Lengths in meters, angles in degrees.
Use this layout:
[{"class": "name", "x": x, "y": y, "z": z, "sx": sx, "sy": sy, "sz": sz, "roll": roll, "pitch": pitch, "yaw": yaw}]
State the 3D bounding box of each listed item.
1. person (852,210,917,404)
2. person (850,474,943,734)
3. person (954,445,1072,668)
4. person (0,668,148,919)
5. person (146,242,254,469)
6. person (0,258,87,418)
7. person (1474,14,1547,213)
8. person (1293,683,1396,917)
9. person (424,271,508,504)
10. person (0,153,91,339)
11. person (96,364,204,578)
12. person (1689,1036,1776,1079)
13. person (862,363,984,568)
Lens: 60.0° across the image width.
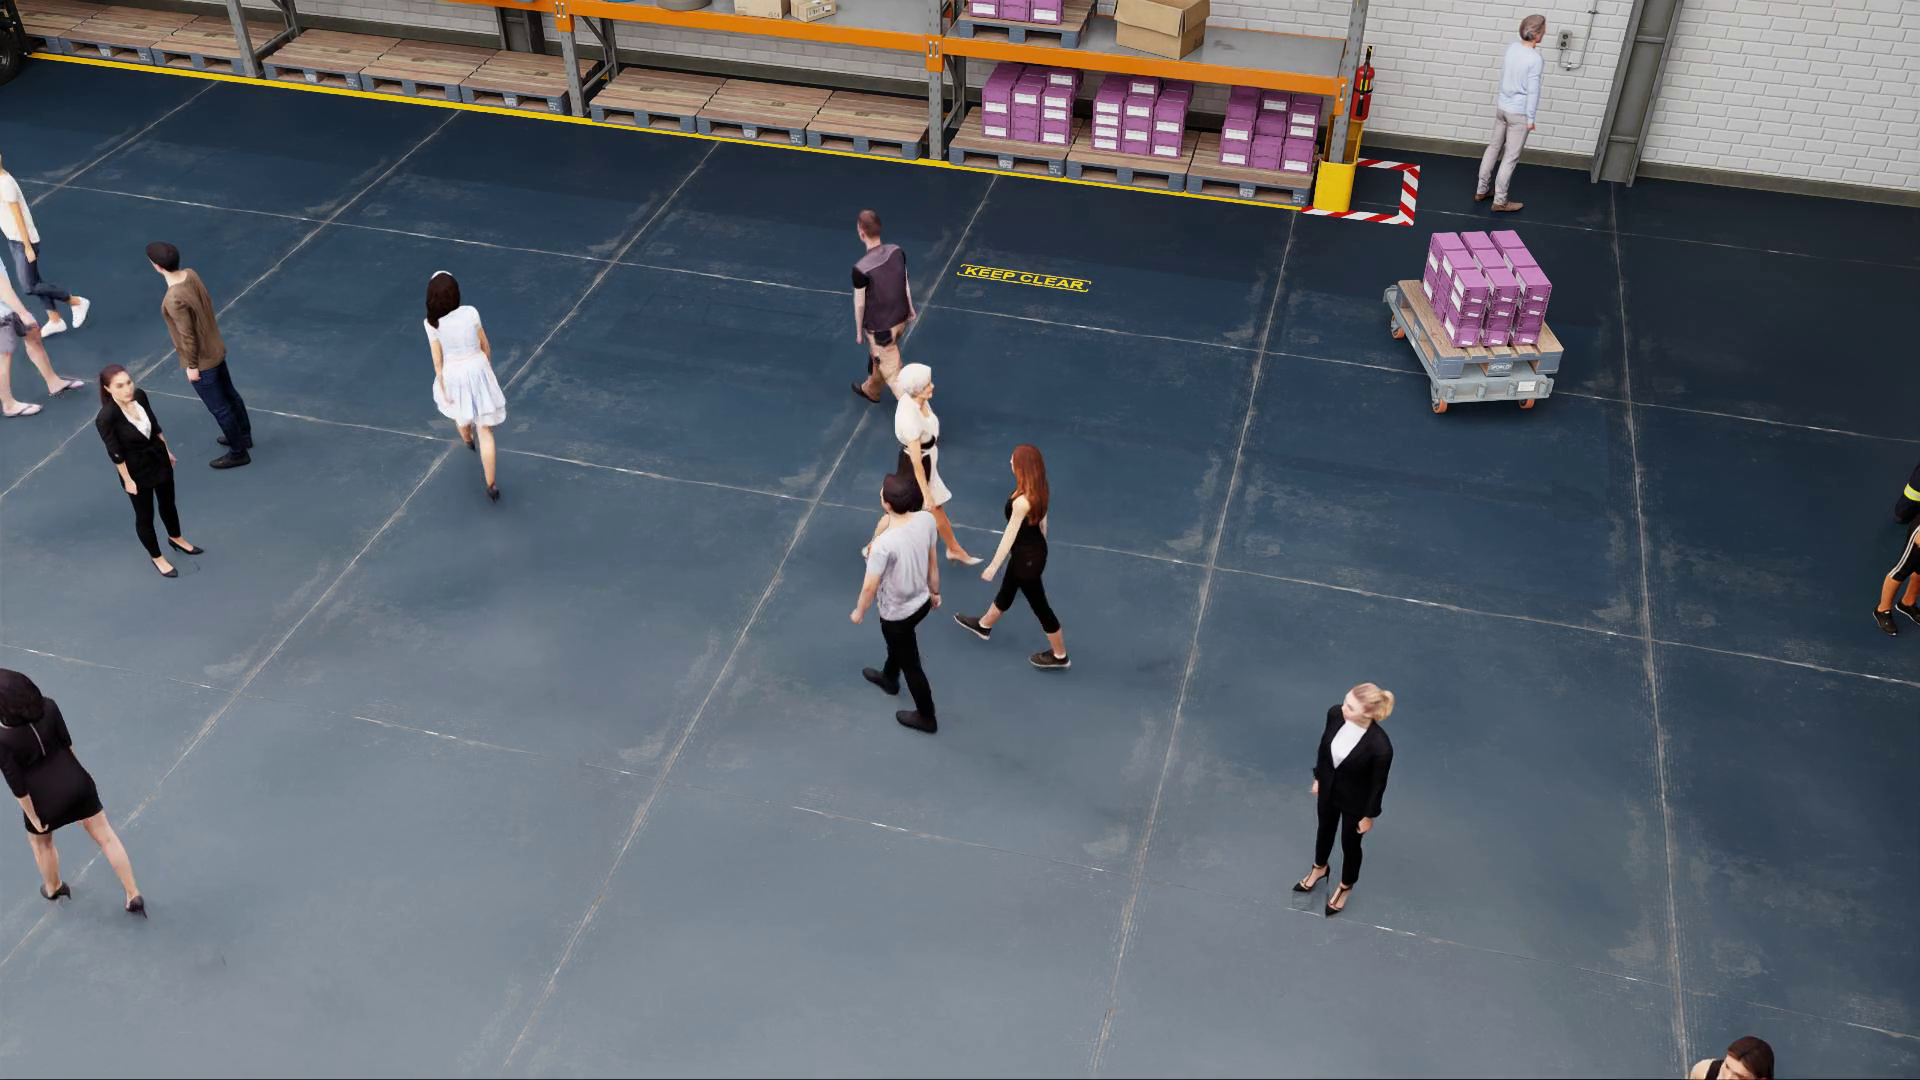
[{"class": "person", "x": -0.514, "y": -1.617, "z": 12.794, "sx": 1.341, "sy": 1.784, "sz": 1.077, "roll": 29, "pitch": 47, "yaw": 31}, {"class": "person", "x": -0.271, "y": 0.454, "z": 10.158, "sx": 1.030, "sy": 1.838, "sz": 0.855, "roll": 22, "pitch": 44, "yaw": 26}, {"class": "person", "x": 0.522, "y": 0.154, "z": 10.651, "sx": 1.073, "sy": 1.692, "sz": 0.624, "roll": 11, "pitch": 40, "yaw": 13}, {"class": "person", "x": -4.794, "y": 1.426, "z": 8.987, "sx": 0.970, "sy": 1.780, "sz": 0.720, "roll": 19, "pitch": 42, "yaw": 22}, {"class": "person", "x": -5.662, "y": -1.395, "z": 12.435, "sx": 0.696, "sy": 1.886, "sz": 0.725, "roll": -4, "pitch": 39, "yaw": -6}, {"class": "person", "x": -7.608, "y": -1.768, "z": 12.966, "sx": 1.028, "sy": 1.805, "sz": 0.957, "roll": -14, "pitch": 41, "yaw": -17}, {"class": "person", "x": 5.249, "y": -4.055, "z": 15.760, "sx": 0.771, "sy": 1.892, "sz": 0.754, "roll": -13, "pitch": 40, "yaw": -16}, {"class": "person", "x": 2.113, "y": 1.402, "z": 9.079, "sx": 0.742, "sy": 1.704, "sz": 0.658, "roll": -25, "pitch": 45, "yaw": -28}, {"class": "person", "x": -3.553, "y": -1.058, "z": 12.104, "sx": 1.160, "sy": 1.772, "sz": 1.119, "roll": -12, "pitch": 40, "yaw": -15}, {"class": "person", "x": -7.745, "y": -2.524, "z": 13.918, "sx": 0.852, "sy": 1.799, "sz": 0.804, "roll": -30, "pitch": 47, "yaw": -32}, {"class": "person", "x": -5.638, "y": -0.503, "z": 11.499, "sx": 0.549, "sy": 1.660, "sz": 0.607, "roll": 12, "pitch": 40, "yaw": 14}, {"class": "person", "x": 3.374, "y": 2.746, "z": 7.420, "sx": 0.954, "sy": 1.674, "sz": 0.918, "roll": -23, "pitch": 44, "yaw": -26}, {"class": "person", "x": -0.403, "y": -0.434, "z": 11.377, "sx": 1.138, "sy": 1.703, "sz": 0.781, "roll": 4, "pitch": 39, "yaw": 4}]
